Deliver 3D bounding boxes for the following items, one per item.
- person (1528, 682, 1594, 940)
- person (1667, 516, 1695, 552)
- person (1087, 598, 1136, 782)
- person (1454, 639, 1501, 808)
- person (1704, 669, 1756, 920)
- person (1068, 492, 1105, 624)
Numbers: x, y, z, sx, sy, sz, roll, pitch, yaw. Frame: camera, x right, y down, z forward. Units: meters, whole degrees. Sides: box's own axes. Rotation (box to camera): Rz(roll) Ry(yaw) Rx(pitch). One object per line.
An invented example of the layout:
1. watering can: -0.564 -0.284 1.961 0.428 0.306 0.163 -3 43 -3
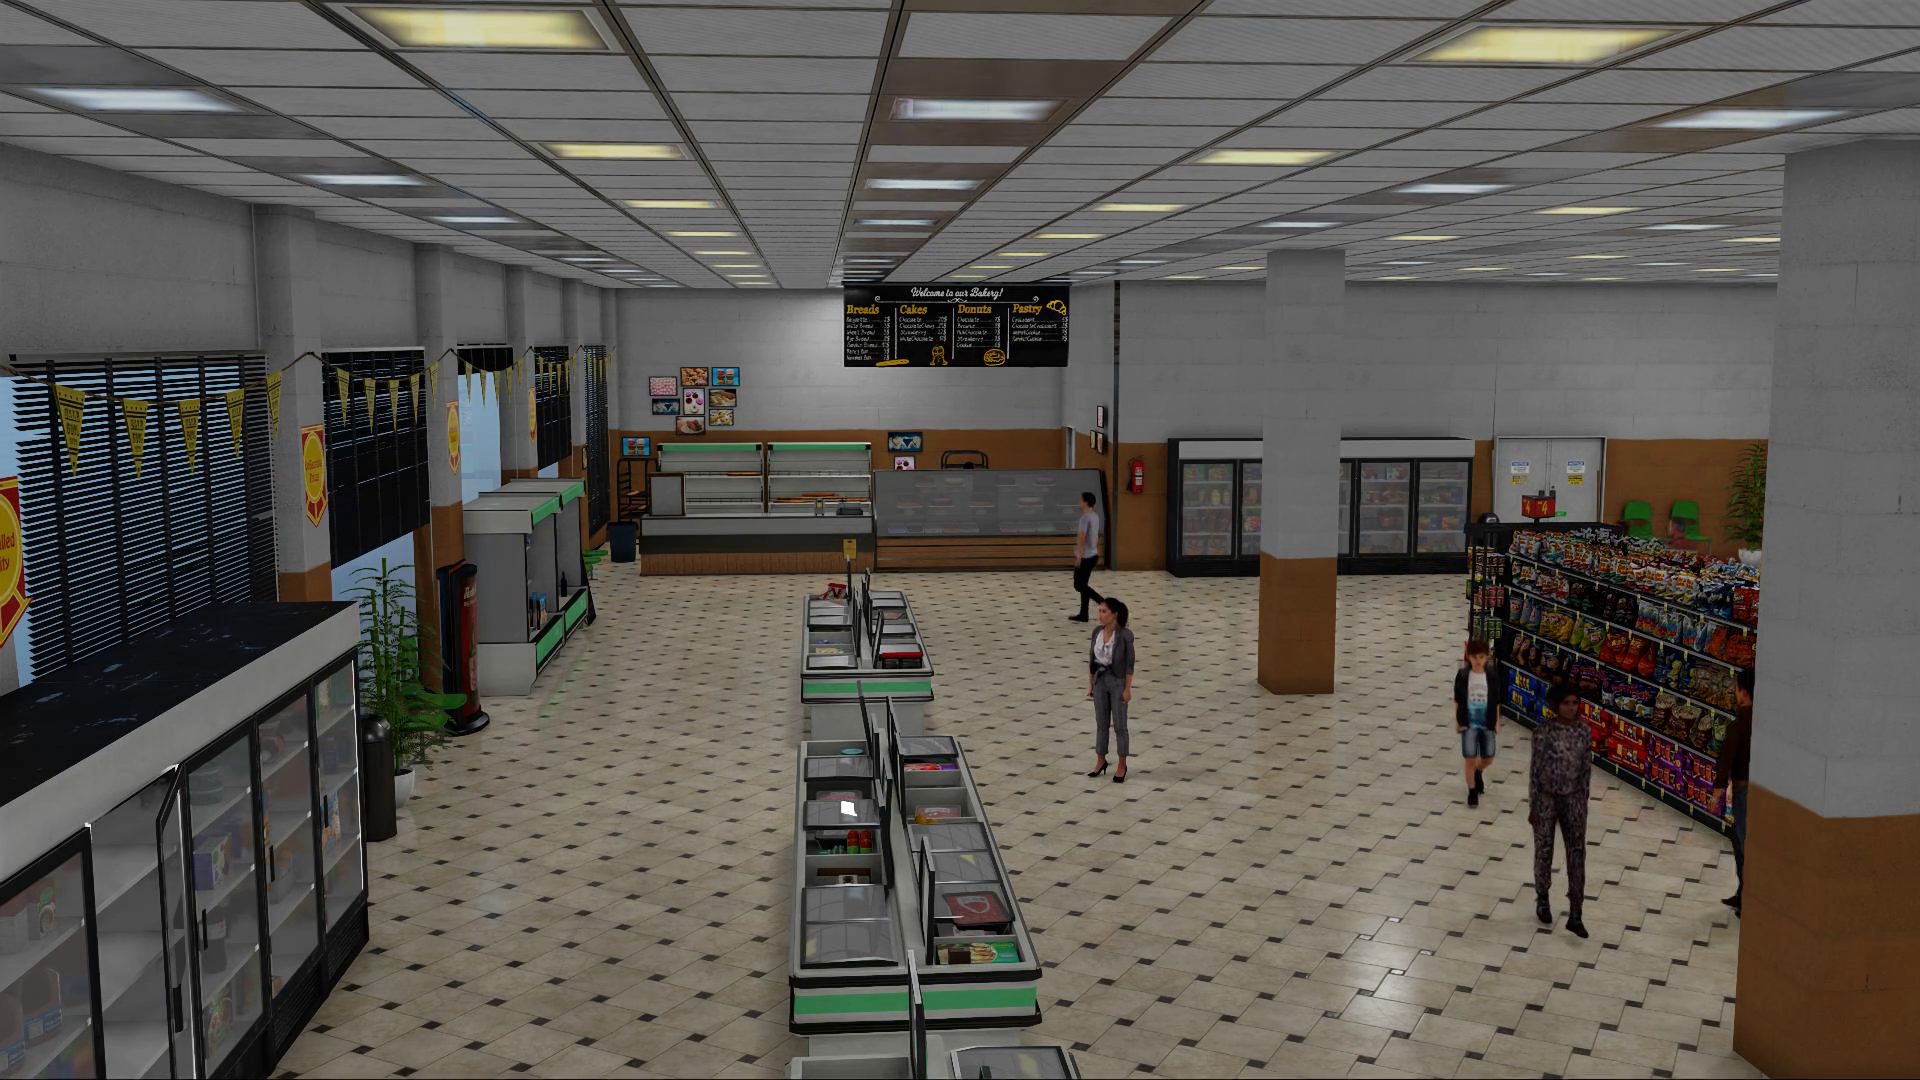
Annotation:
1. person: 4.061 1.801 11.388 0.703 1.693 0.917 1 7 9
2. person: 8.999 0.618 20.665 0.904 1.815 0.851 6 9 43
3. person: 1.385 1.350 15.178 0.723 1.678 0.778 5 9 38
4. person: 4.472 1.570 14.383 0.643 1.433 0.830 1 7 9
5. person: 5.466 1.778 11.291 0.783 1.762 0.800 -3 8 -25
6. person: 1.856 0.270 23.397 1.016 1.850 1.010 4 8 27
